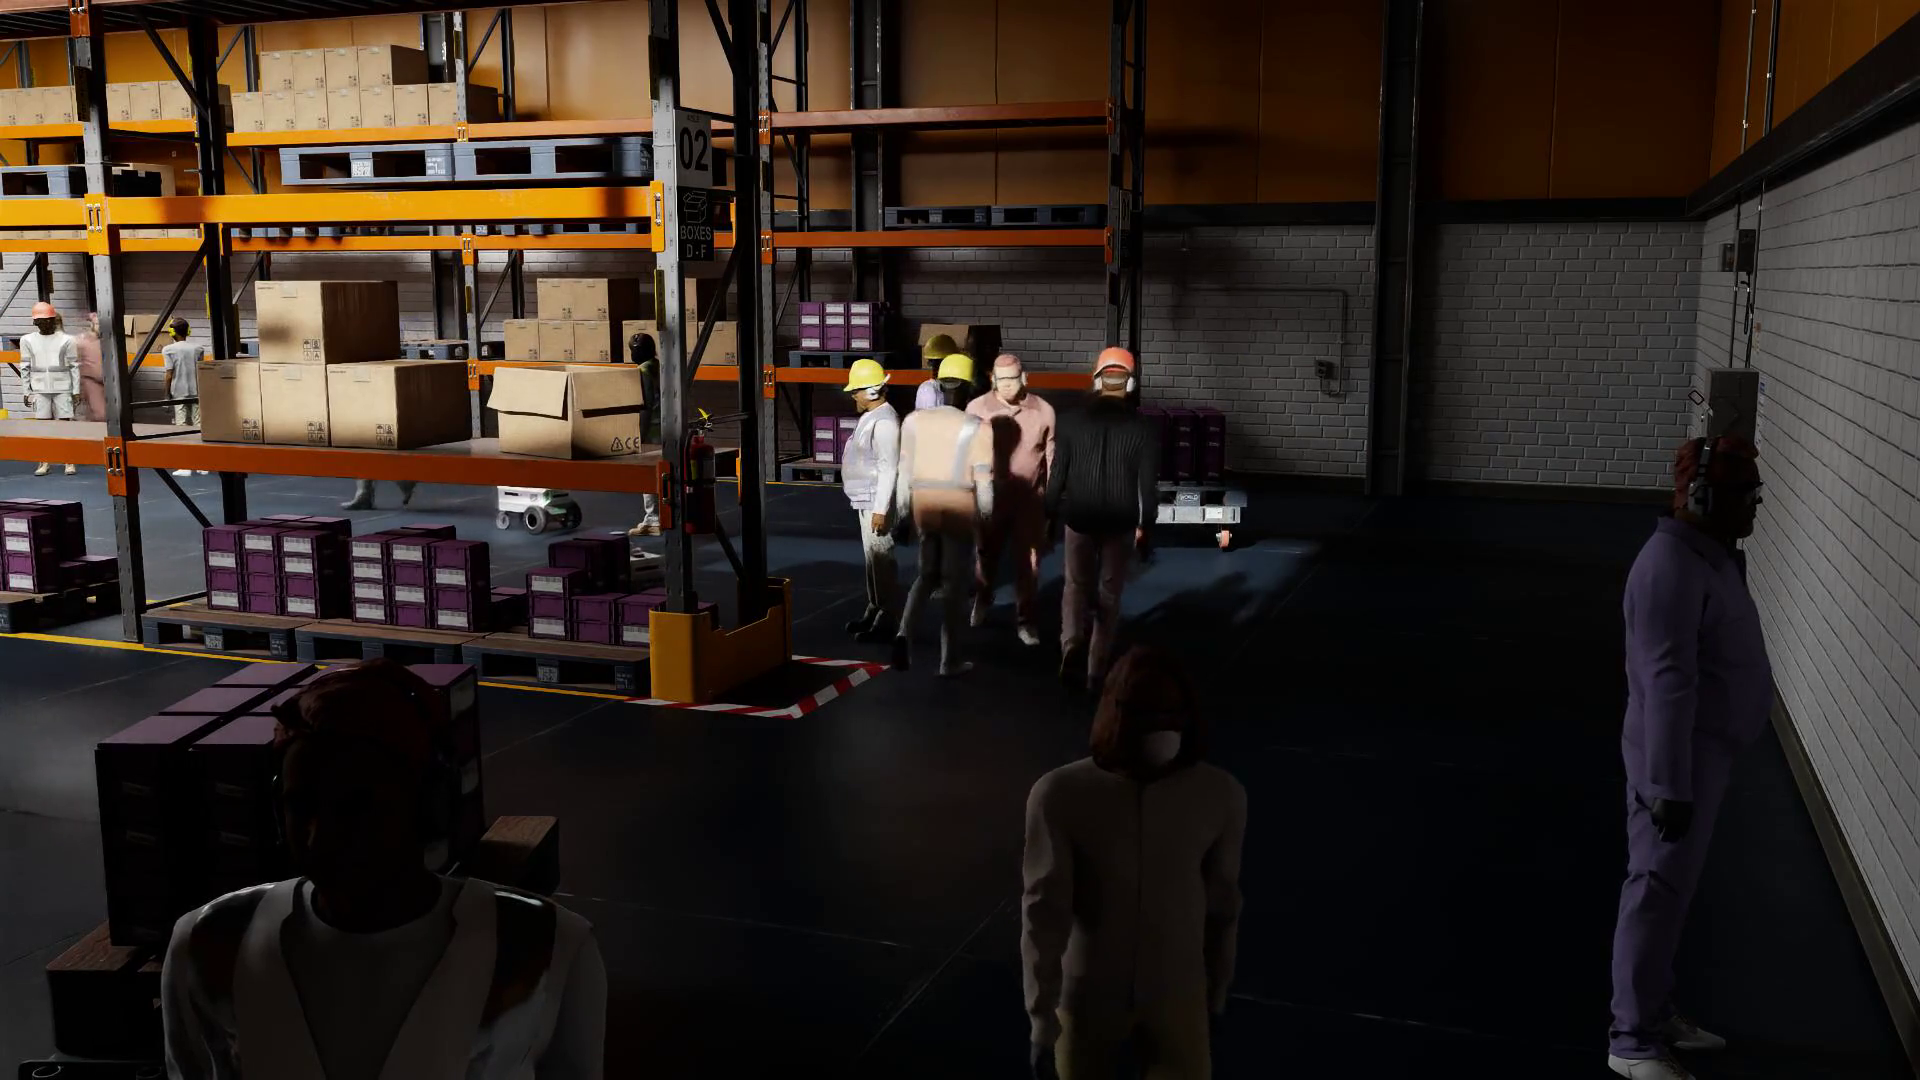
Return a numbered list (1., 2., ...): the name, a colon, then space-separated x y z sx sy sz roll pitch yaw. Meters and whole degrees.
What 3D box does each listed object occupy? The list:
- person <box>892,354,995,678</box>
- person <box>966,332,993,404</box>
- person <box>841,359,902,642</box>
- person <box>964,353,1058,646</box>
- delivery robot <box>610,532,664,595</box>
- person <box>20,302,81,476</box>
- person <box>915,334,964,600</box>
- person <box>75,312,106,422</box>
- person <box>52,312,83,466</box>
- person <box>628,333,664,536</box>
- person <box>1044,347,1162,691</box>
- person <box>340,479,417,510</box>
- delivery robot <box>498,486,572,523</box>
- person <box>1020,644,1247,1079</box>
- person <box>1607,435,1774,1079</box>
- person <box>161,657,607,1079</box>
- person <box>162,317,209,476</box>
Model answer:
1. person: -0.098 -0.121 9.648 0.614 1.904 0.572 5 10 28
2. person: 0.111 -1.111 16.155 0.866 1.817 0.522 1 9 8
3. person: -0.563 -0.254 10.739 0.403 1.822 0.589 -2 9 -12
4. person: 0.305 -0.287 10.806 0.681 1.875 0.746 -1 9 -8
5. delivery robot: -2.393 0.185 11.655 0.477 0.478 0.707 -9 13 -44
6. person: -10.683 -1.767 19.546 0.616 2.041 0.381 -3 10 -18
7. person: -0.147 -0.536 12.169 0.354 1.930 0.590 1 9 9
8. person: -10.924 -1.946 21.150 0.483 1.885 0.667 3 10 21
9. person: -11.032 -1.868 20.574 0.488 1.916 0.686 -2 9 -12
10. person: -2.841 -0.952 15.081 0.429 1.837 0.621 1 9 6
11. person: 0.788 -0.092 9.296 0.654 1.955 0.679 2 9 13
12. person: -5.842 -1.237 16.586 0.709 1.923 0.618 -1 9 -8
13. delivery robot: -3.931 -0.405 15.358 0.707 0.478 0.477 6 11 34
14. person: 0.373 1.003 3.588 0.502 1.586 0.871 -1 9 -5
15. person: 2.134 0.642 4.846 0.401 1.906 0.651 5 10 29
16. person: -0.737 1.082 2.160 0.575 1.882 0.355 -1 9 -4
17. person: -9.110 -1.678 19.552 0.329 1.865 0.515 7 12 38
